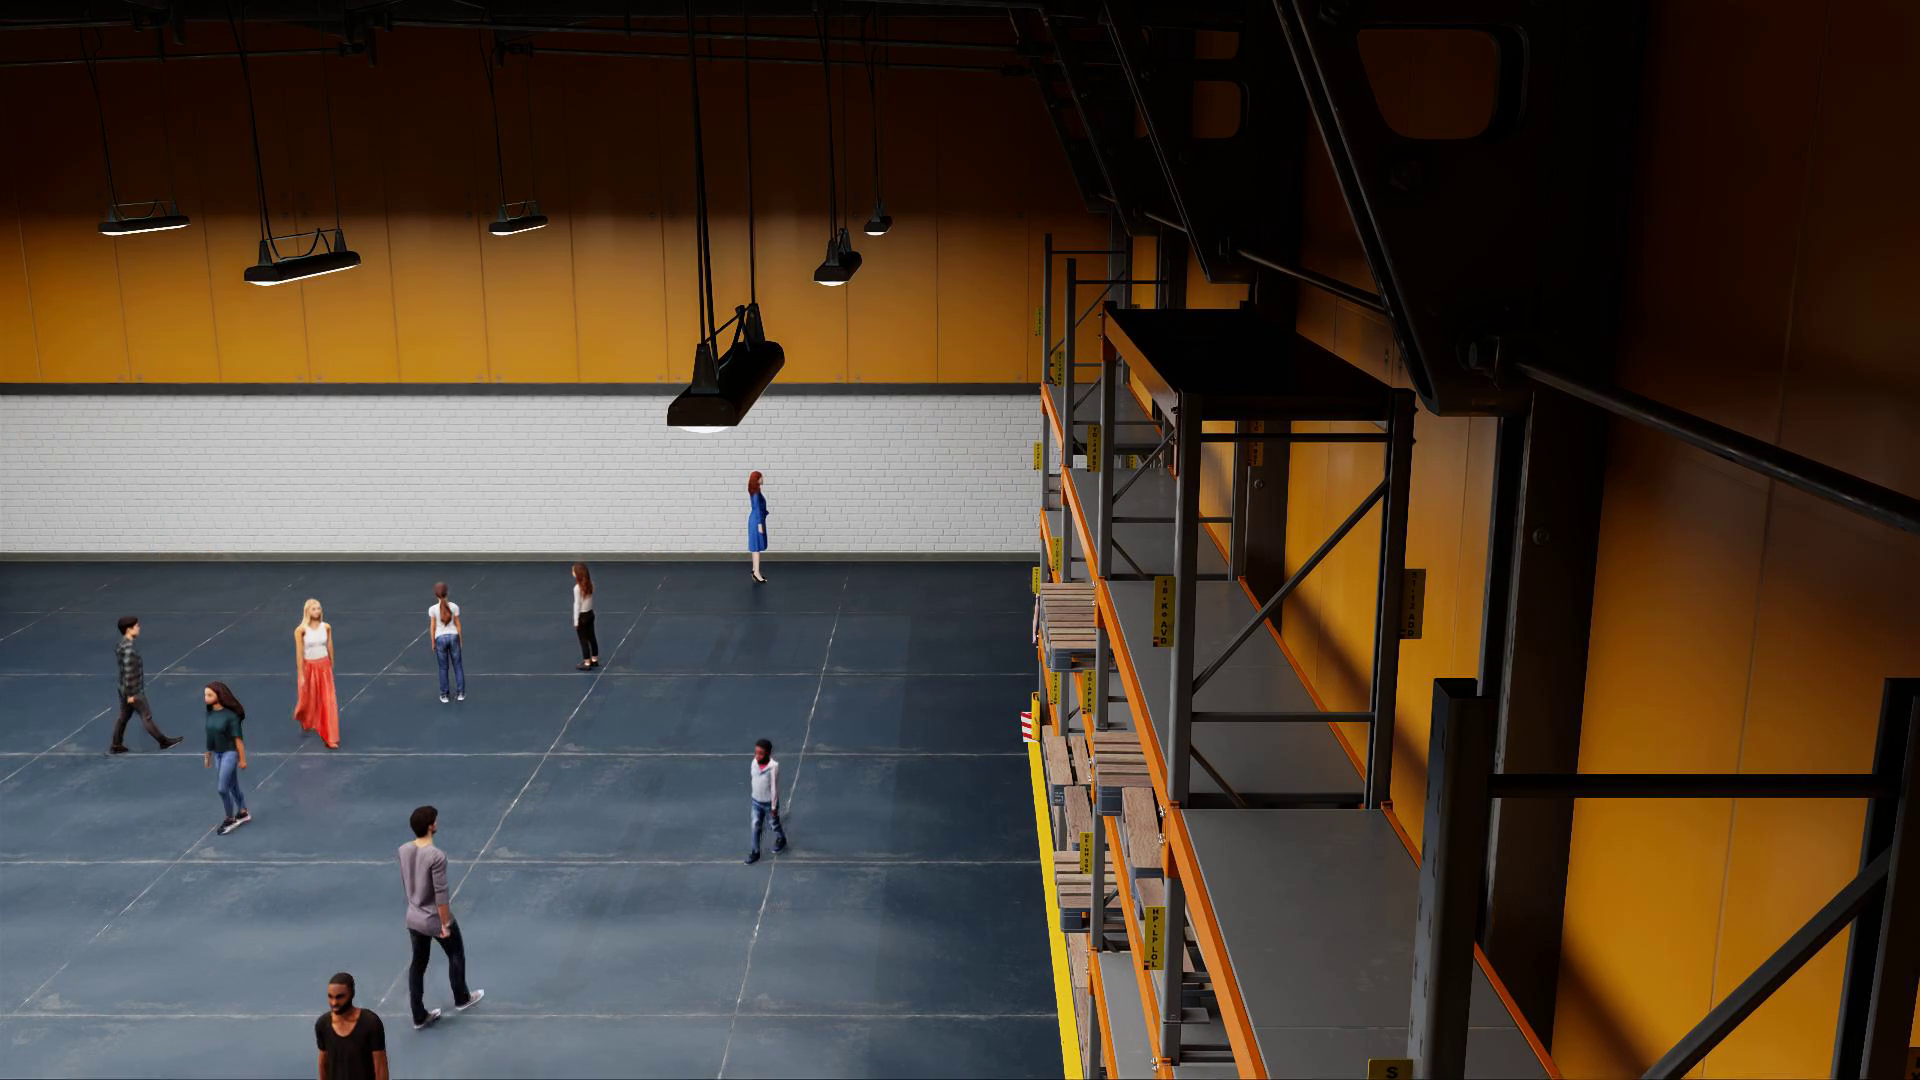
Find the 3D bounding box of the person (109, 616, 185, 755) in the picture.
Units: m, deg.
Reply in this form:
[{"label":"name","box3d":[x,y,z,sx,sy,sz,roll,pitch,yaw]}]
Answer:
[{"label":"person","box3d":[-9.821,1.735,19.509,1.088,1.692,1.115,-9,16,-33]}]

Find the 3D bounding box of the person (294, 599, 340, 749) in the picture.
[{"label":"person","box3d":[-7.684,1.571,19.713,1.065,1.781,1.151,-12,18,-42]}]

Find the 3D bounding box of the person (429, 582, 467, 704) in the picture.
[{"label":"person","box3d":[-6.574,1.293,21.324,0.598,1.562,0.604,-5,14,-19]}]

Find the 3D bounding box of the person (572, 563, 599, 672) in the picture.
[{"label":"person","box3d":[-5.089,1.032,22.577,0.661,1.481,0.528,6,15,22]}]

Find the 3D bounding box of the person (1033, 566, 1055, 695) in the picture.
[{"label":"person","box3d":[1.168,1.174,21.435,0.678,1.741,0.701,9,16,32]}]

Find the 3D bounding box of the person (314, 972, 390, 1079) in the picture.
[{"label":"person","box3d":[-3.947,3.668,11.029,0.717,1.792,0.980,2,14,6]}]

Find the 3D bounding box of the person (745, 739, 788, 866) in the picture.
[{"label":"person","box3d":[-1.906,2.579,16.684,0.695,1.248,0.862,7,15,27]}]

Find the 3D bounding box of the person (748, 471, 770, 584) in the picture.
[{"label":"person","box3d":[-3.293,-0.221,27.012,0.722,1.828,0.569,-3,14,-11]}]

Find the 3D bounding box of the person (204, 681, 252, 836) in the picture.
[{"label":"person","box3d":[-7.598,2.229,17.381,0.750,1.599,0.832,6,15,25]}]

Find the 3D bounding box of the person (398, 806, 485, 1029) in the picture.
[{"label":"person","box3d":[-4.343,3.073,13.403,0.919,1.831,1.022,7,15,25]}]
